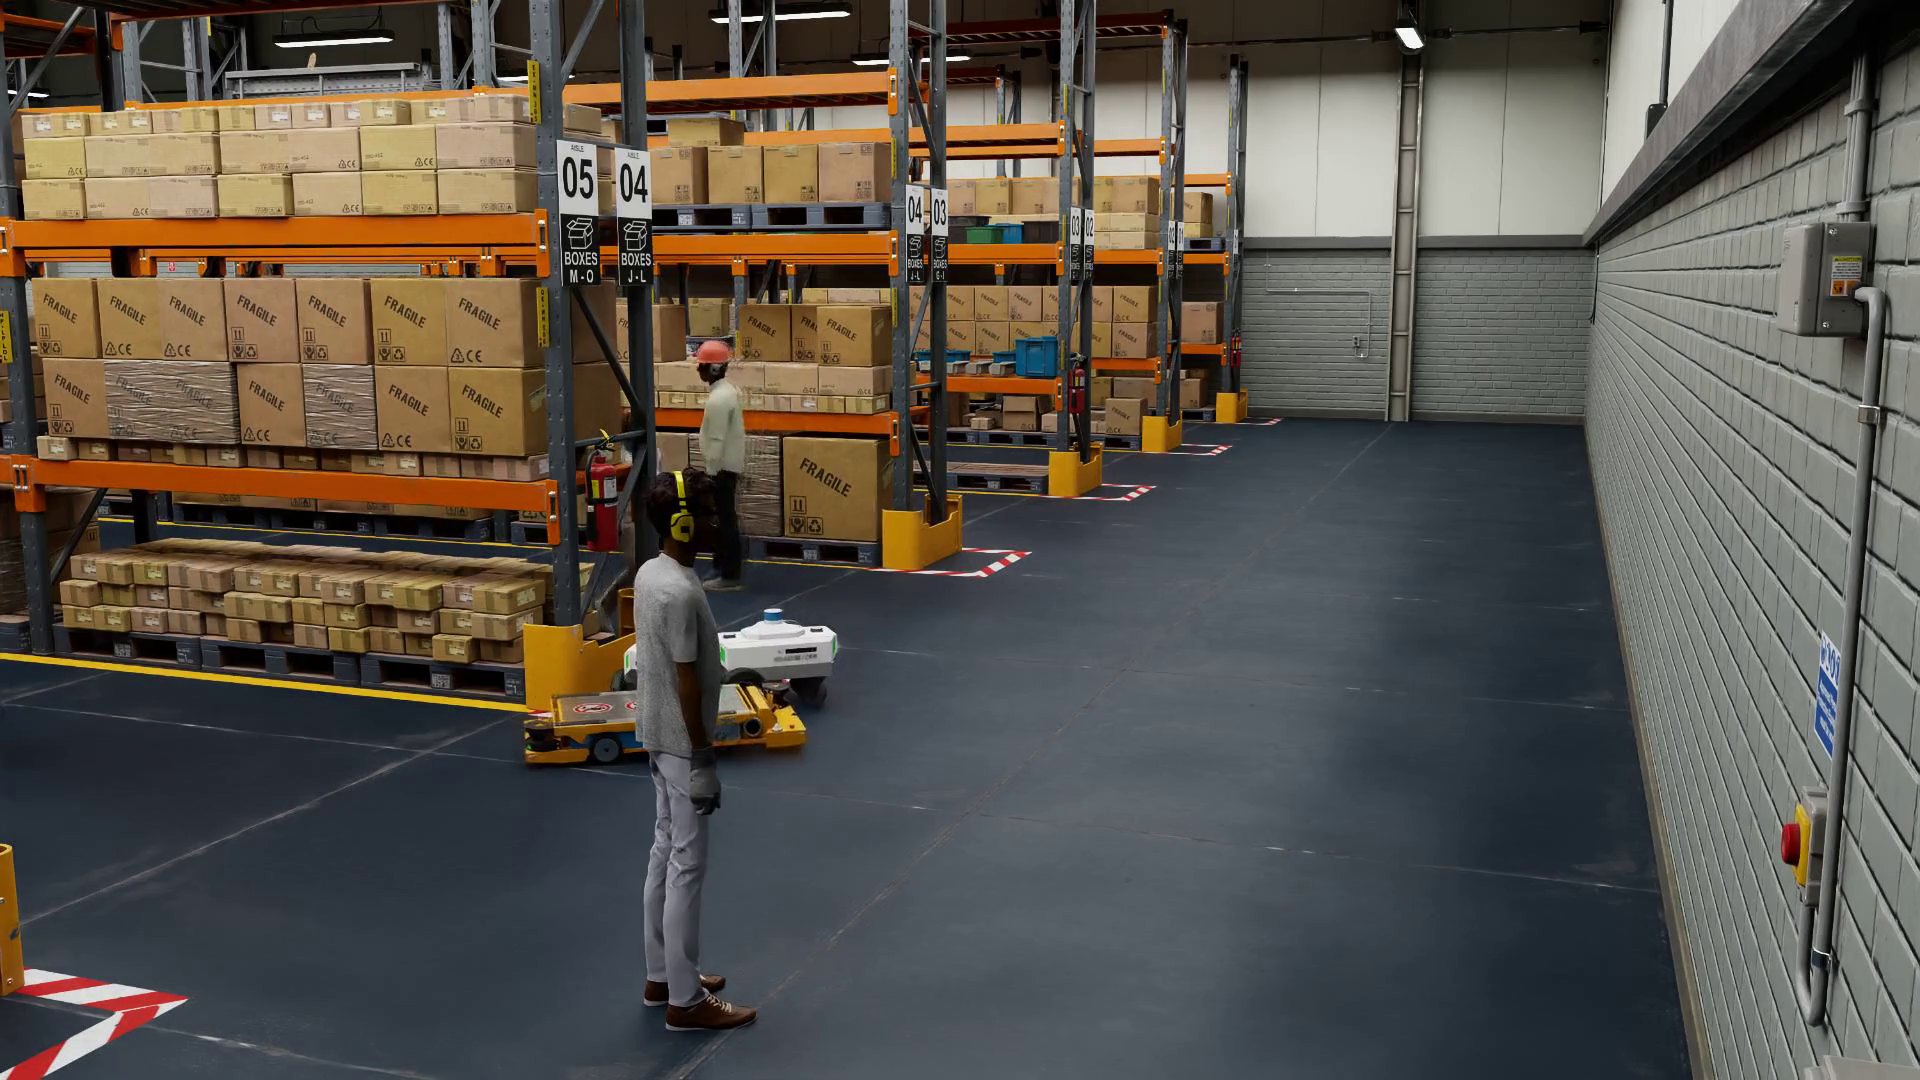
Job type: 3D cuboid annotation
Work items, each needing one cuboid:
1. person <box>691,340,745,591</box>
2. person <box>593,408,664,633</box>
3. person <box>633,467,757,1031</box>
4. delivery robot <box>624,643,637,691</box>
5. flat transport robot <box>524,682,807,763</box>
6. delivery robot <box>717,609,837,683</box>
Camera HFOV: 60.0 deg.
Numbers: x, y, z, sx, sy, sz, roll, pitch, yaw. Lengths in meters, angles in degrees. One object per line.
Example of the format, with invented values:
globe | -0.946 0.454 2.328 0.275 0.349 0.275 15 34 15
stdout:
person | -1.942 -0.569 13.046 0.511 1.980 0.644 -1 9 -6
person | -2.242 -0.104 11.329 0.756 1.615 0.521 5 10 28
person | -0.911 0.689 5.550 0.328 1.873 0.519 -4 10 -25
delivery robot | -1.682 0.658 9.548 0.477 0.478 0.707 1 9 4
flat transport robot | -1.578 0.960 8.838 1.431 0.197 0.652 -3 9 -15
delivery robot | -1.079 0.643 9.642 0.707 0.478 0.477 -3 10 -19
